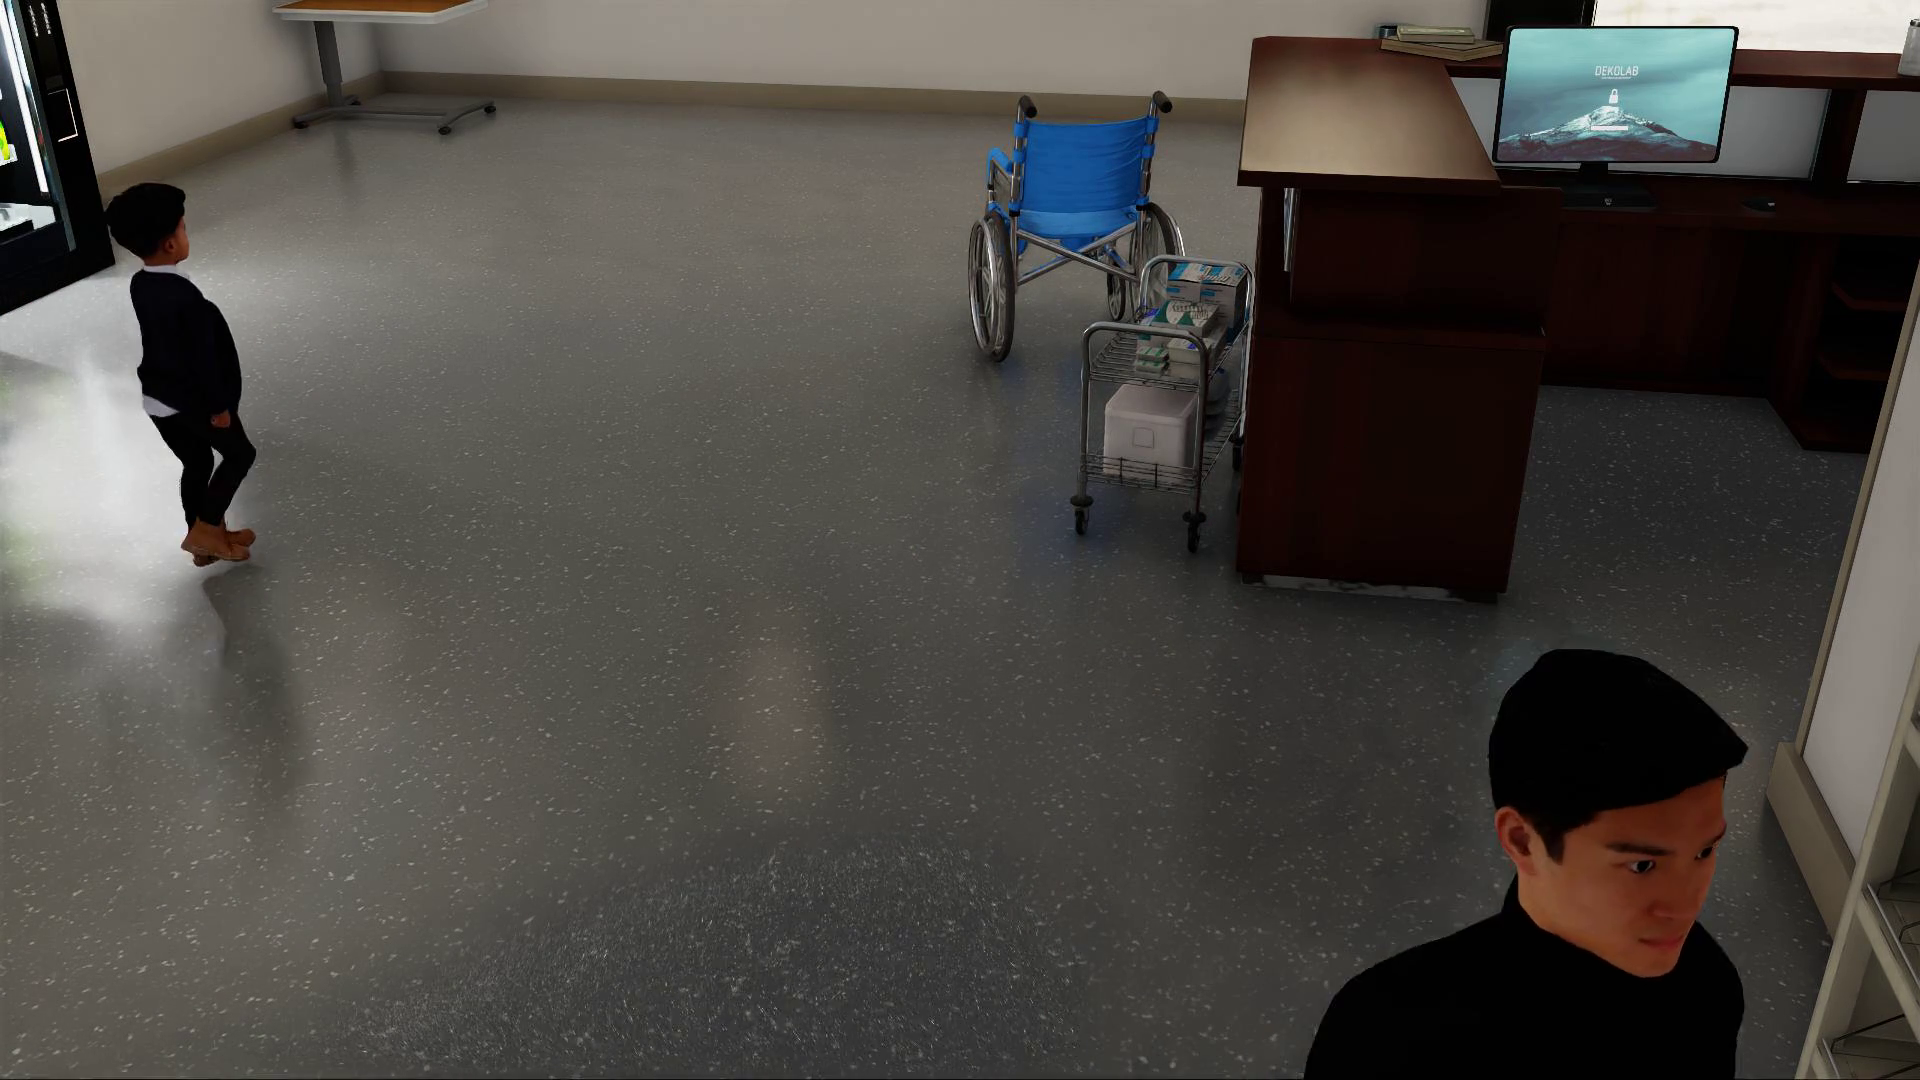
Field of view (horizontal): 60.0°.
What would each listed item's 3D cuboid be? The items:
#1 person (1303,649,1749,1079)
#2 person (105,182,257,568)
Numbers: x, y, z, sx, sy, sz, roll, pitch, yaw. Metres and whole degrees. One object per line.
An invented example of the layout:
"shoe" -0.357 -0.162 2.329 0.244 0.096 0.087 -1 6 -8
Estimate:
"person" 0.511 0.870 1.830 0.936 1.687 1.171 -7 27 -13
"person" -2.415 -0.462 5.089 0.583 1.217 0.608 17 30 31
